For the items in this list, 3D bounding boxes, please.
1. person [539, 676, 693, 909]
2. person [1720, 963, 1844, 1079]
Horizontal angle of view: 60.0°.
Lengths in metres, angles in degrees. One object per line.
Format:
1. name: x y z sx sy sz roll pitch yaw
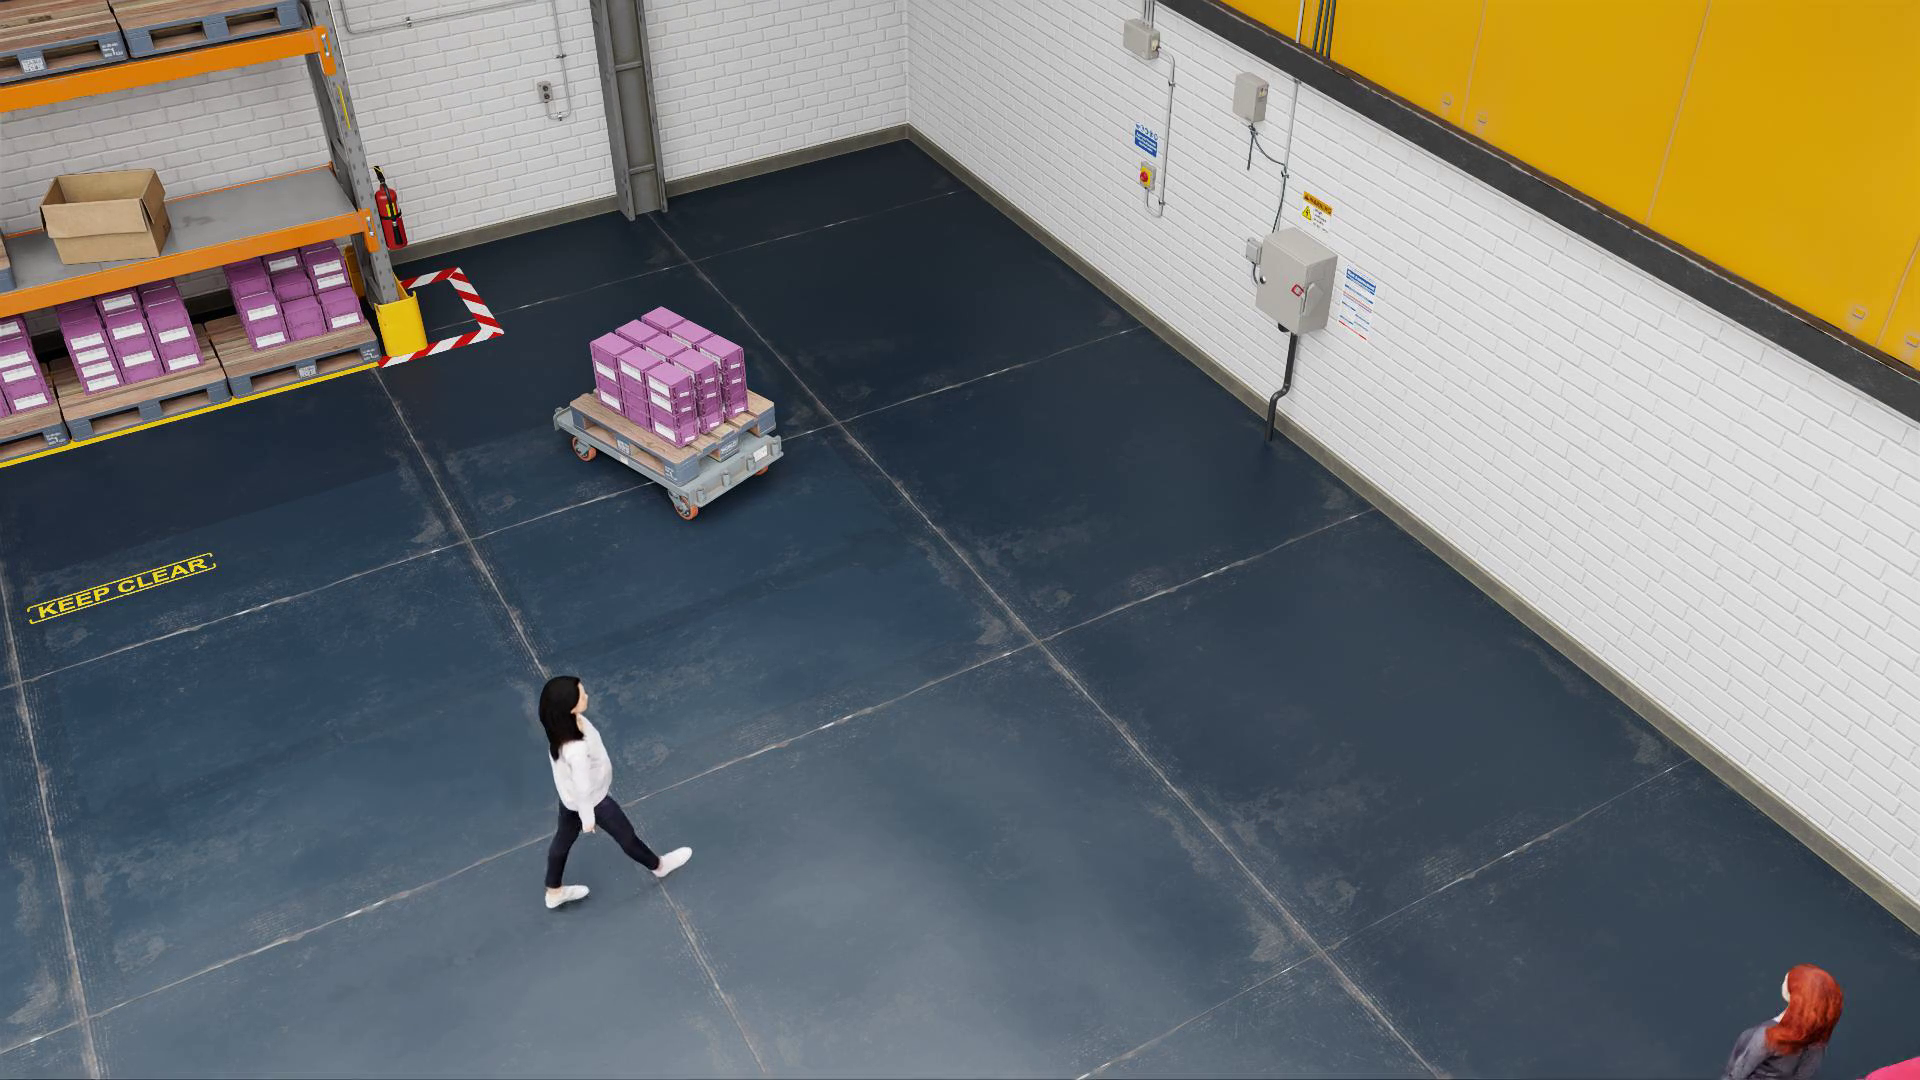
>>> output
1. person: -2.126 1.401 8.998 1.049 1.659 0.608 -20 43 -23
2. person: 3.601 2.590 7.435 0.987 1.751 0.687 -17 42 -20
